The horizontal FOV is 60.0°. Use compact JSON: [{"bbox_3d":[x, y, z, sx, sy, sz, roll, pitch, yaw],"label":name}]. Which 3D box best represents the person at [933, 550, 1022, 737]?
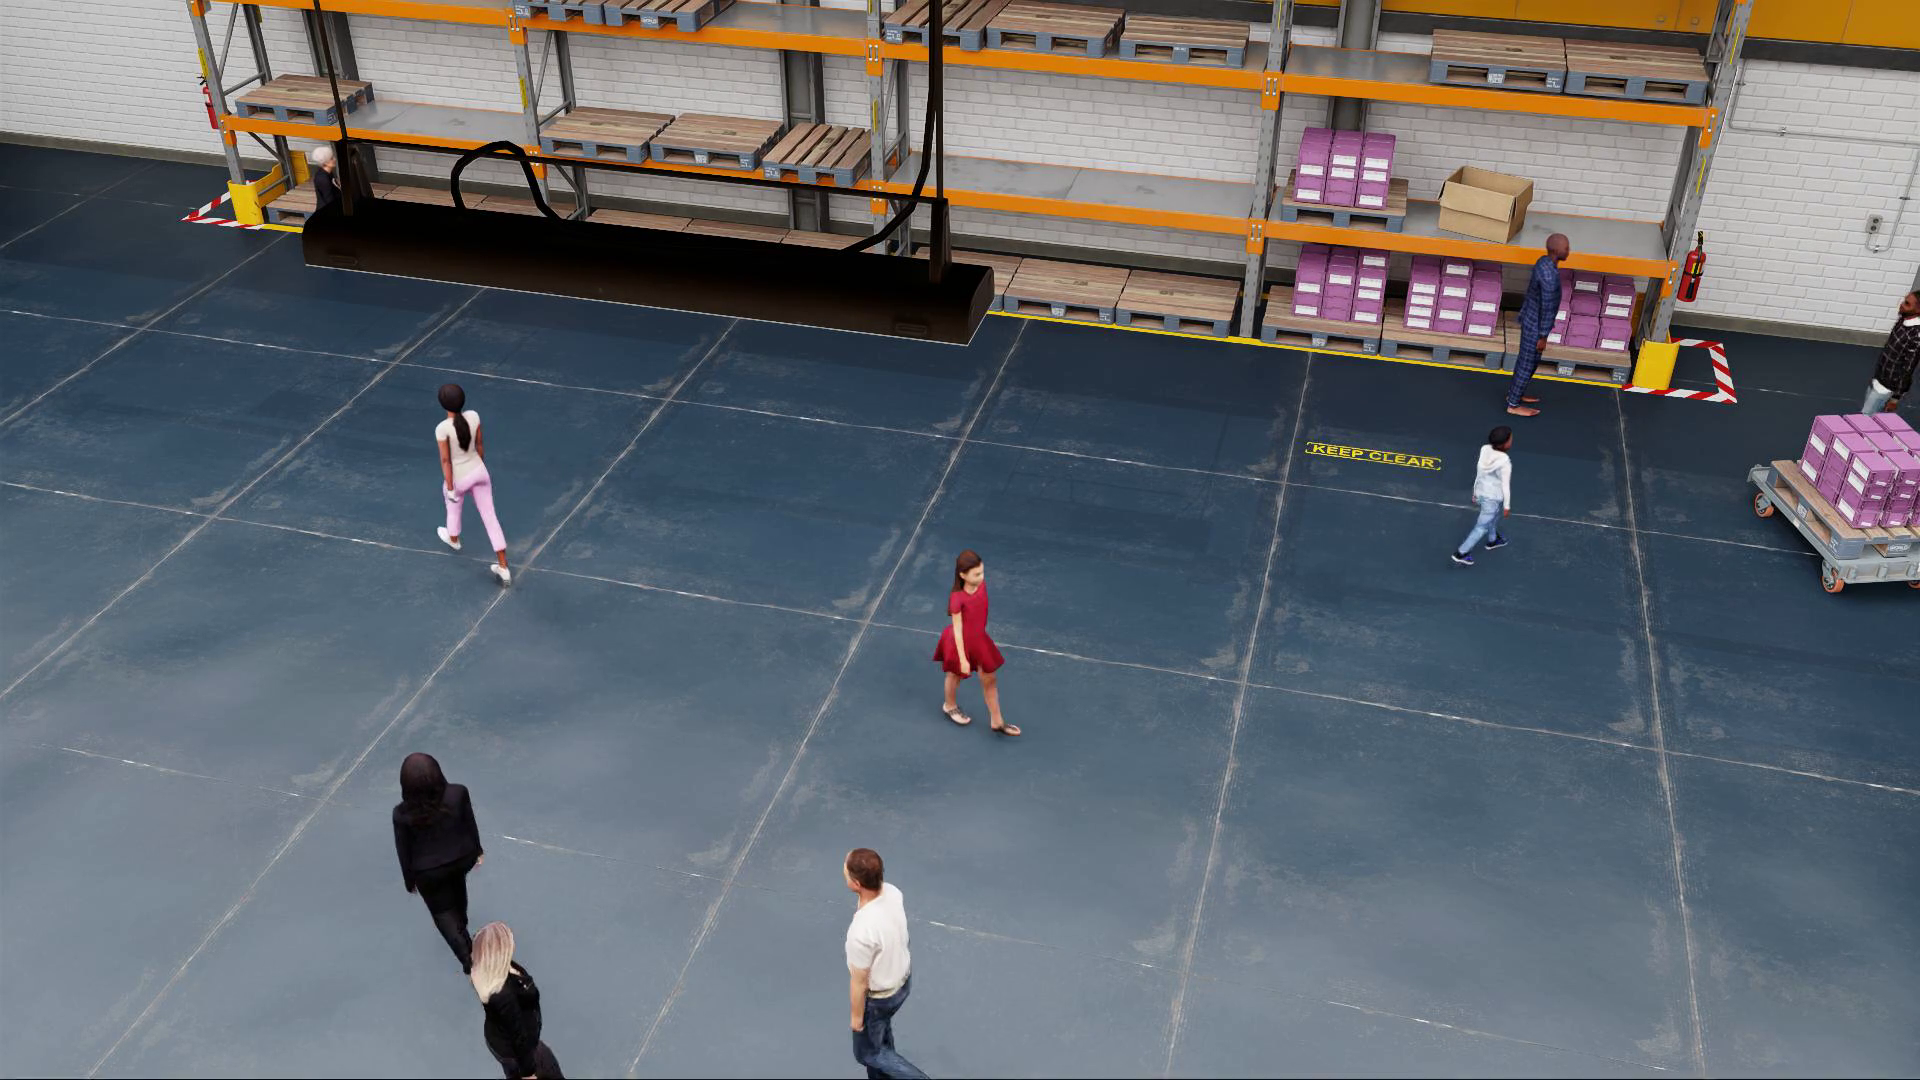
[{"bbox_3d":[-0.011,0.696,11.817,0.975,1.525,0.774,25,41,32],"label":"person"}]

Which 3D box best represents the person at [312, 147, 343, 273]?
[{"bbox_3d":[-7.080,-3.553,18.696,0.767,1.780,0.824,-11,35,-16],"label":"person"}]

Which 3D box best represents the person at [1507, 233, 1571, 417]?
[{"bbox_3d":[5.441,-2.053,15.687,0.609,1.817,0.657,6,34,9],"label":"person"}]

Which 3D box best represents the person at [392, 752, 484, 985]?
[{"bbox_3d":[-3.032,1.956,9.856,0.991,1.596,1.124,-25,41,-32],"label":"person"}]

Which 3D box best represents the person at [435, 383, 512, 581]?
[{"bbox_3d":[-3.904,-0.434,13.370,1.243,1.687,0.979,28,42,35],"label":"person"}]

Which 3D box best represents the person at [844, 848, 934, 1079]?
[{"bbox_3d":[-0.345,2.446,8.912,0.980,1.825,0.786,10,35,14],"label":"person"}]

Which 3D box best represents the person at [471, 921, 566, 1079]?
[{"bbox_3d":[-2.400,2.688,8.686,0.765,1.673,0.677,-23,40,-31],"label":"person"}]

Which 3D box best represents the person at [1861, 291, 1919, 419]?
[{"bbox_3d":[8.284,-1.357,14.658,0.974,1.799,0.661,8,35,12],"label":"person"}]

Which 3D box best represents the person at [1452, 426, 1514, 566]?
[{"bbox_3d":[4.312,-0.355,13.657,0.912,1.238,0.785,-11,35,-17],"label":"person"}]
